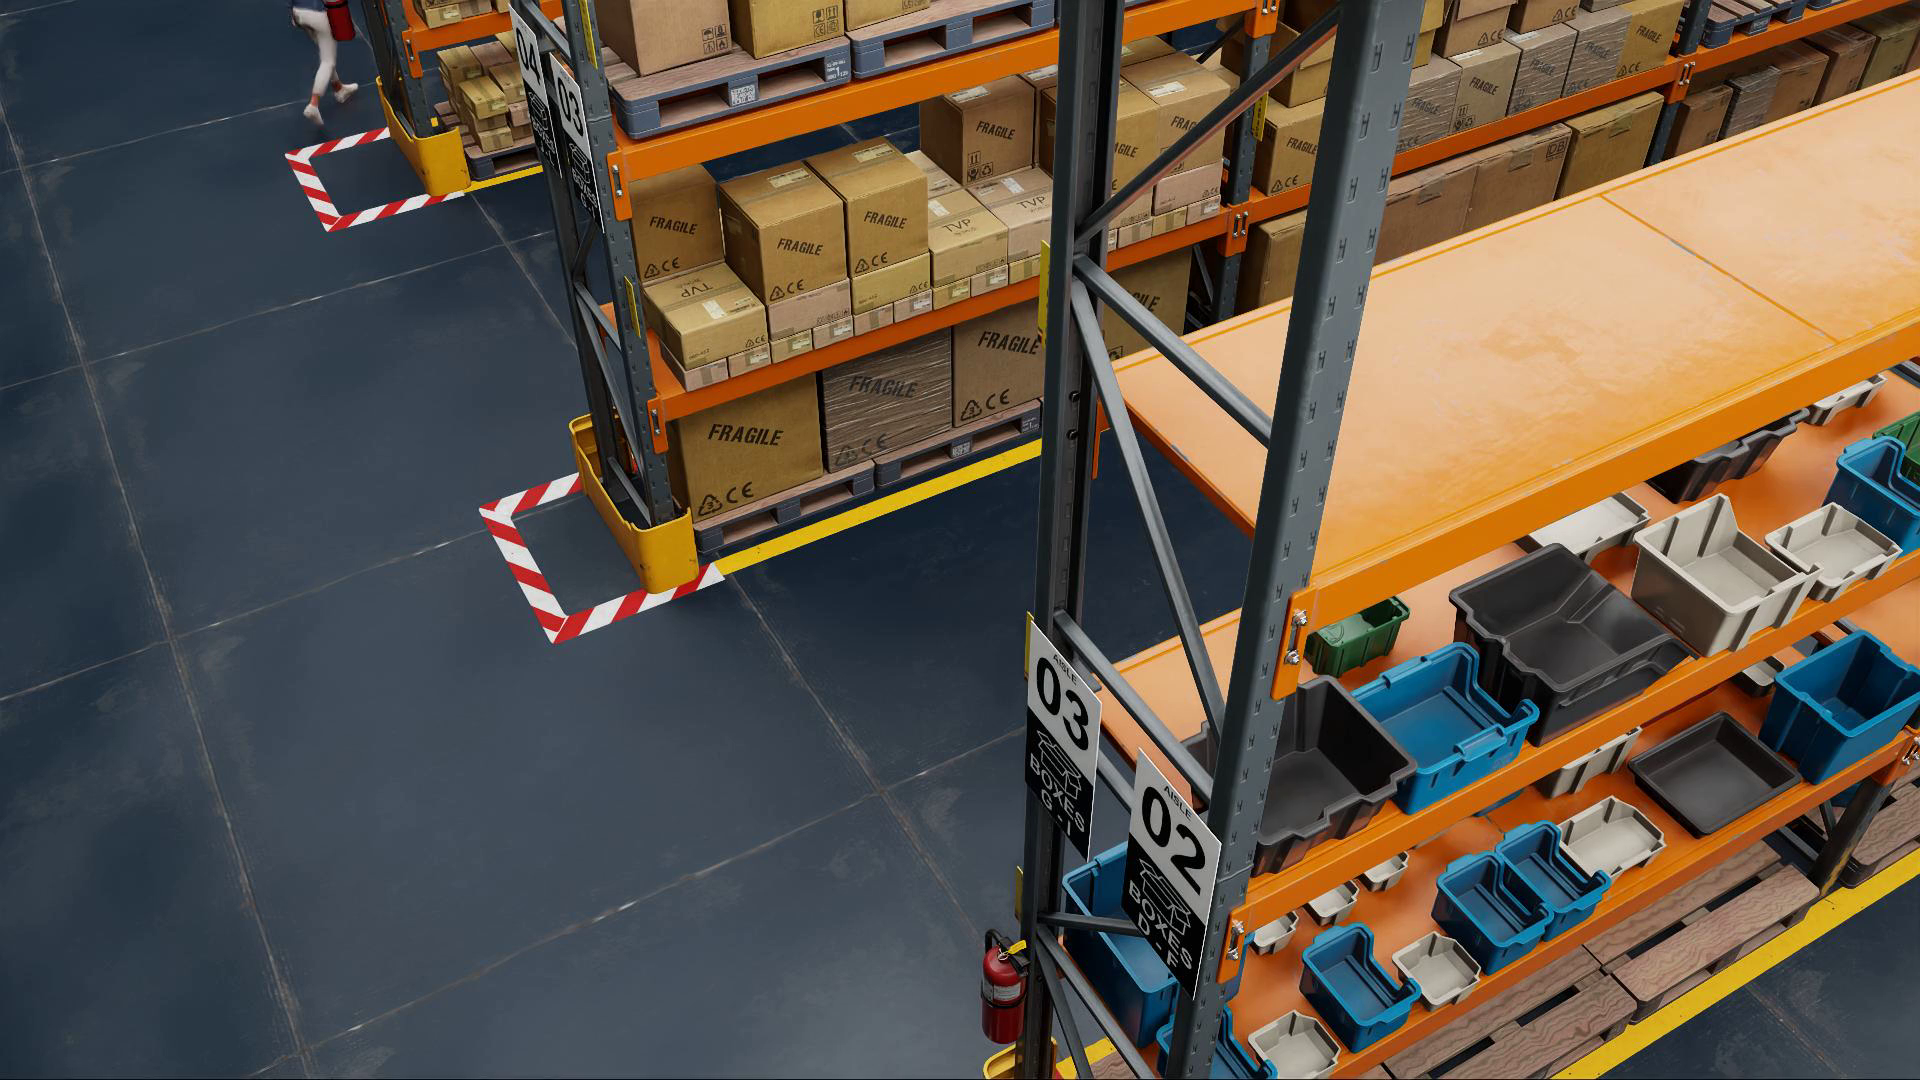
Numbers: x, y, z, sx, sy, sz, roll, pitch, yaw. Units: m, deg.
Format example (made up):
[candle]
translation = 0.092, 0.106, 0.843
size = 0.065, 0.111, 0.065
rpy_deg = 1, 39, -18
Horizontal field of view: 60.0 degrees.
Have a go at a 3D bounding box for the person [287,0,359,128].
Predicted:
[person]
translation = -5.204, -4.131, 13.313
size = 1.049, 1.667, 1.149
rpy_deg = 13, 45, 13
